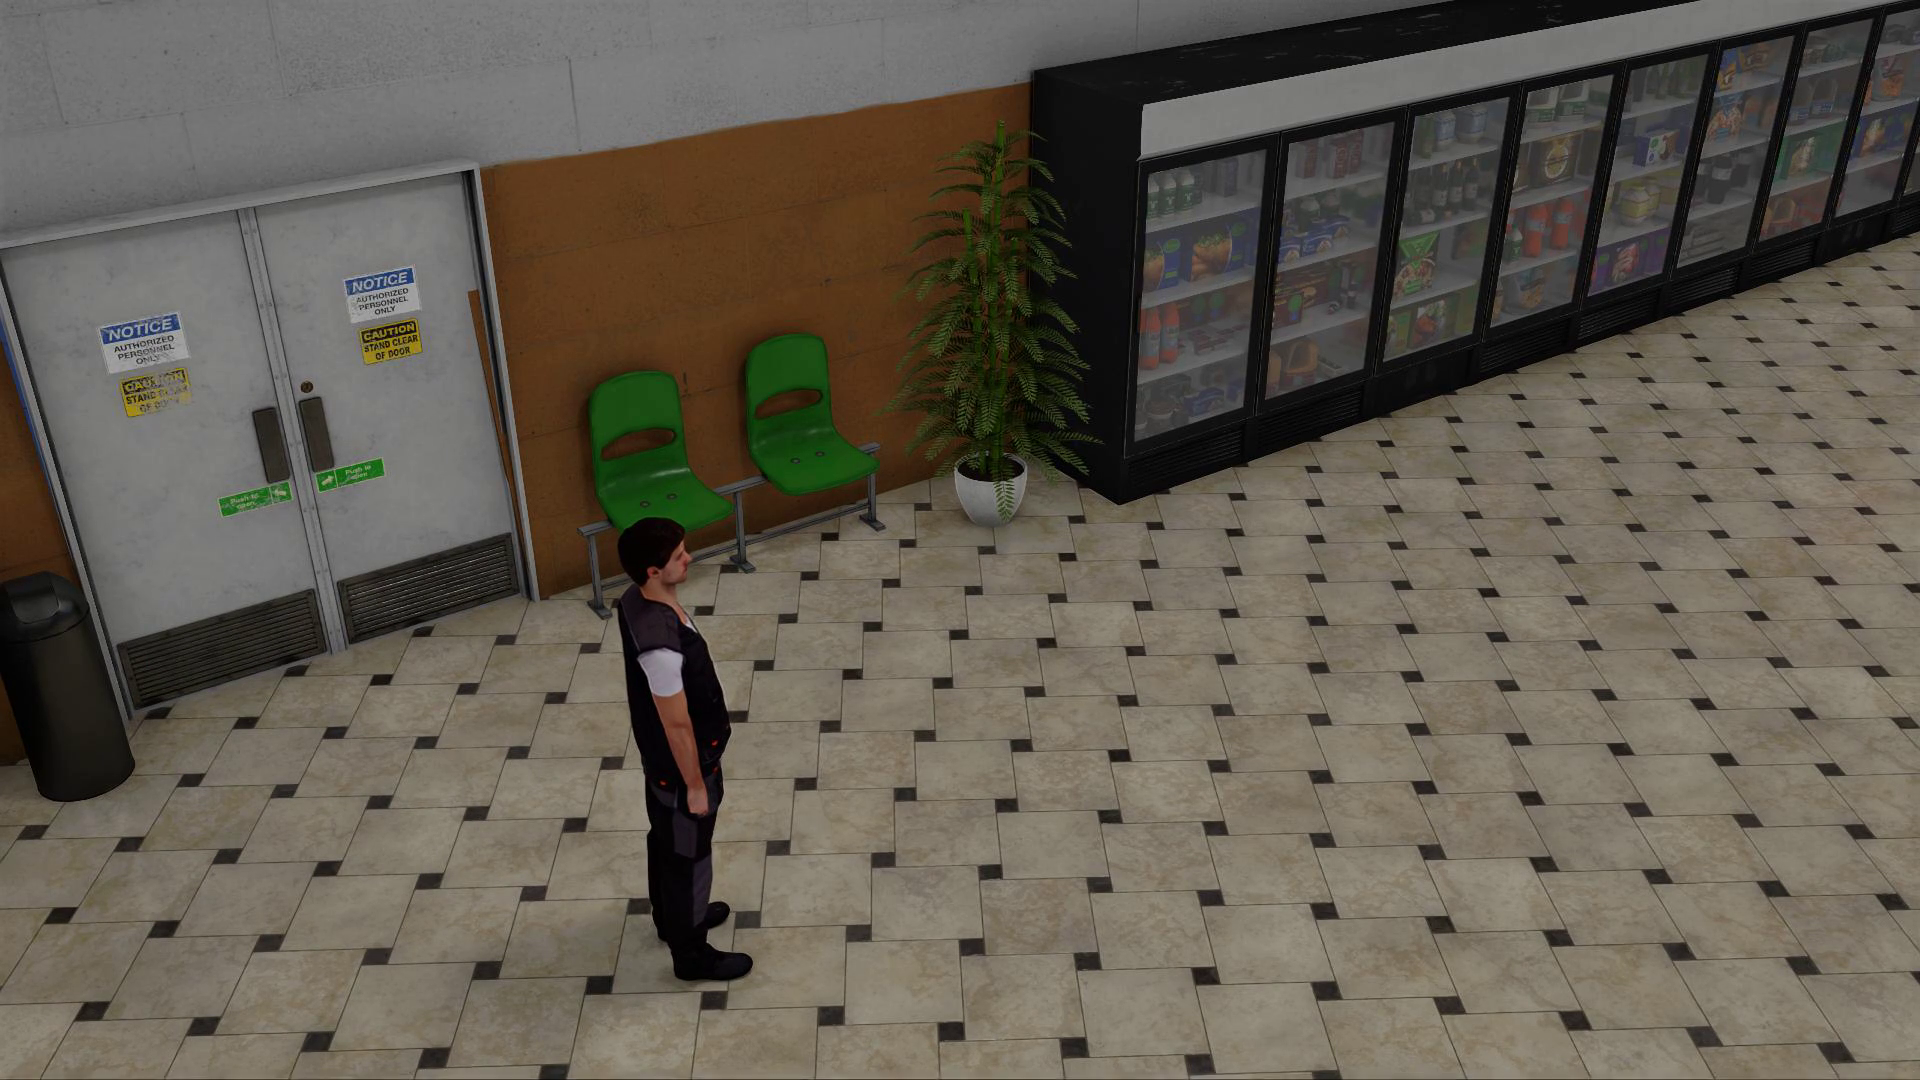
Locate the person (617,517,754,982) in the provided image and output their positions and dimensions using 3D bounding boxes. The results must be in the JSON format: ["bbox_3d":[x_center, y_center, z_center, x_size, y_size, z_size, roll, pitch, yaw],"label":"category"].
[{"bbox_3d":[-1.014,0.746,5.887,0.765,1.849,0.598,-10,30,-18],"label":"person"}]
